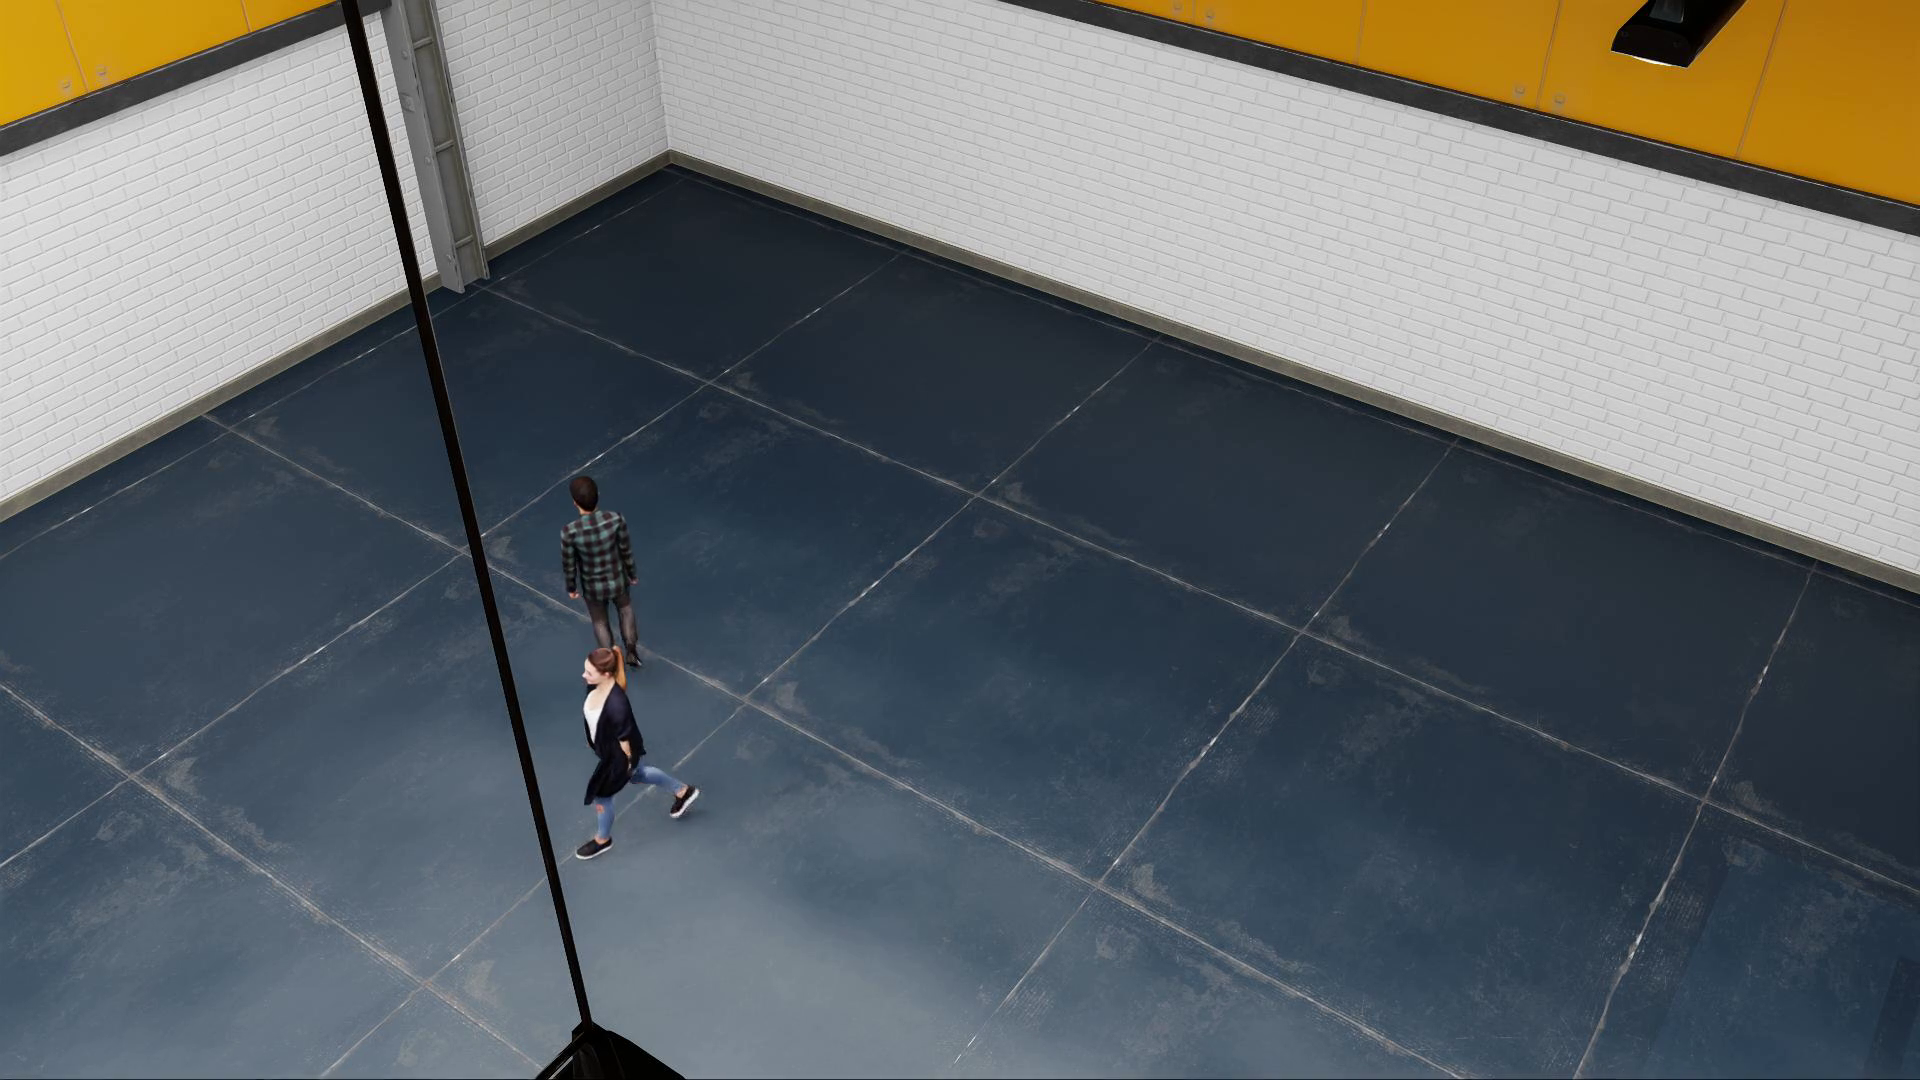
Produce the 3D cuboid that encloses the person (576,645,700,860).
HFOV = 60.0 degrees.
[{"bbox_3d":[-2.092,1.309,10.548,1.196,1.652,0.957,-18,42,-21],"label":"person"}]

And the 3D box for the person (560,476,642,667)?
[{"bbox_3d":[-2.525,0.302,11.831,0.829,1.704,0.881,-15,41,-18],"label":"person"}]
